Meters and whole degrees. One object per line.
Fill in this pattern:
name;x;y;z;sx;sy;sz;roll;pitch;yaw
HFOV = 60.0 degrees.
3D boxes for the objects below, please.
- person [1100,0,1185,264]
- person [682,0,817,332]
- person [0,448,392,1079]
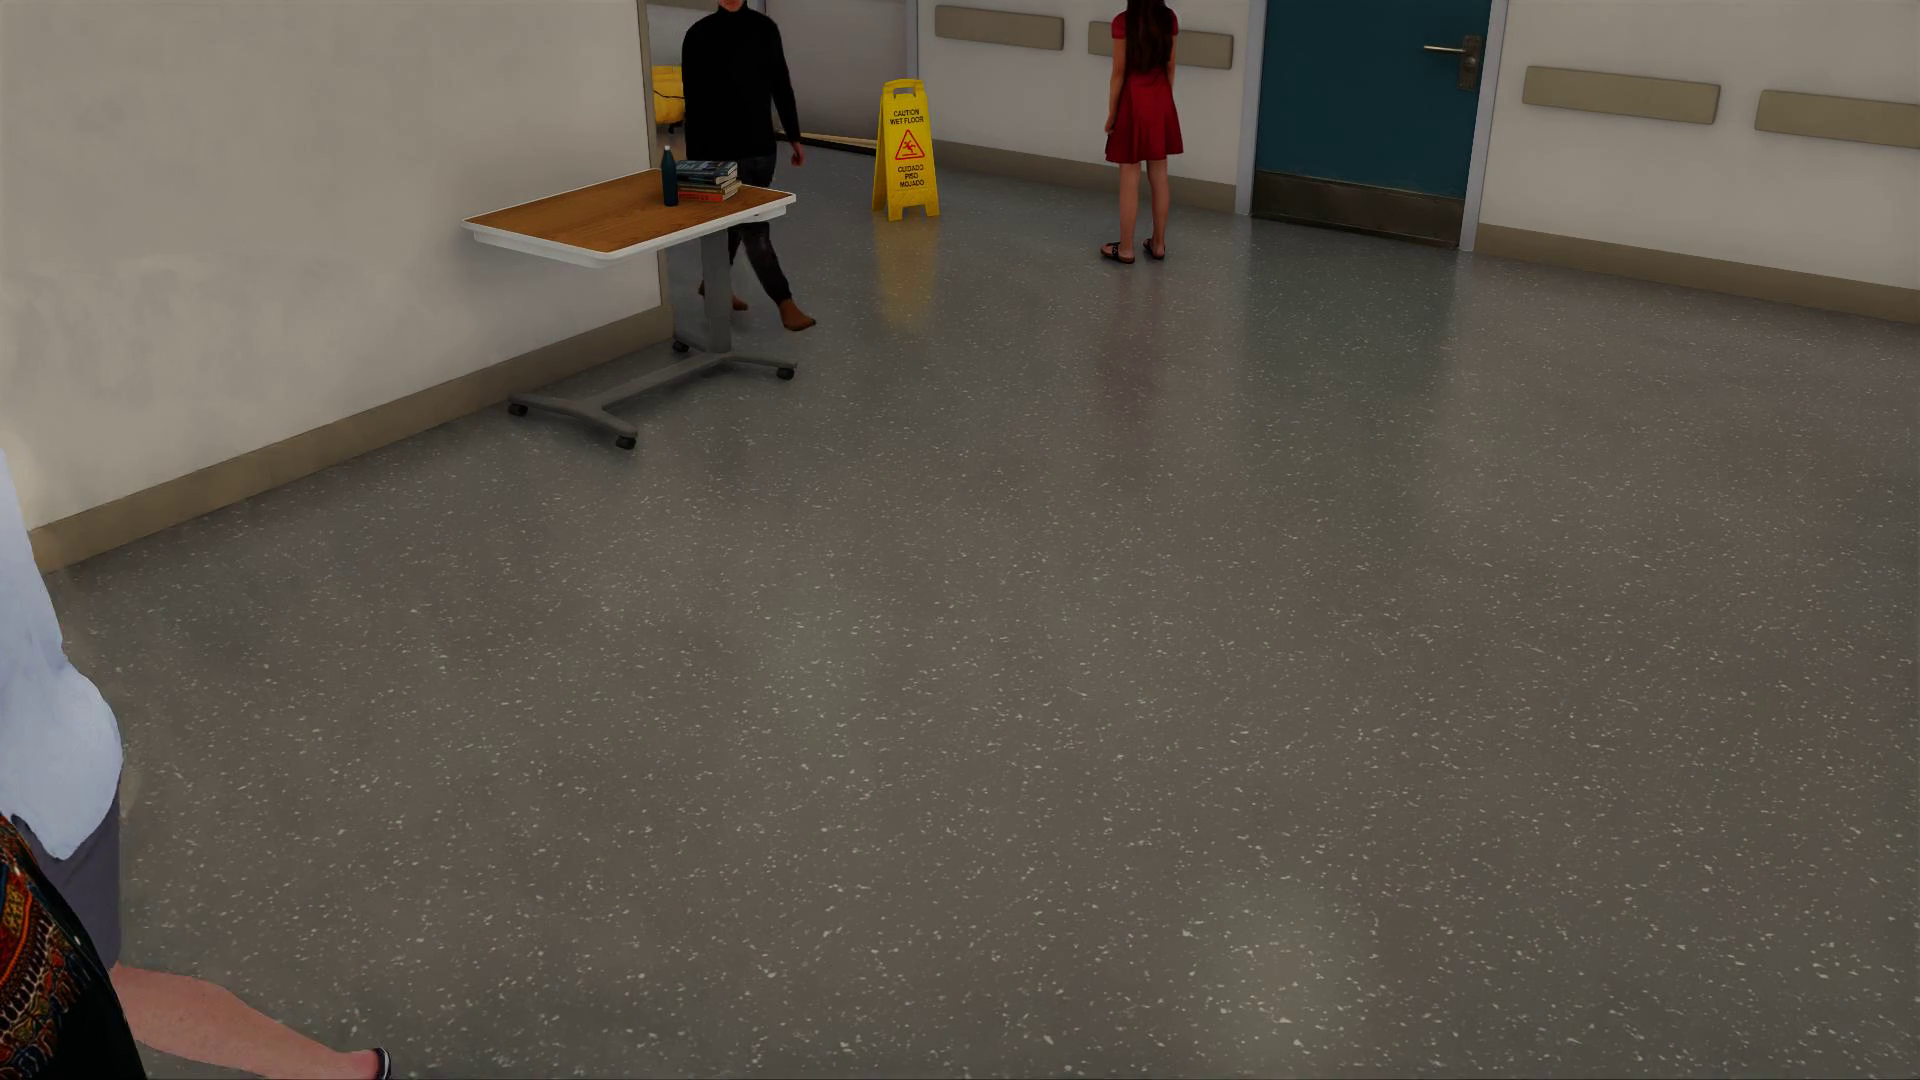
person;0.934;-2.210;8.508;0.671;1.552;0.731;-10;27;-19
person;-1.030;-1.782;7.496;1.127;1.668;0.770;22;33;37
person;-1.459;0.424;2.774;1.143;1.797;1.139;-6;26;-13
